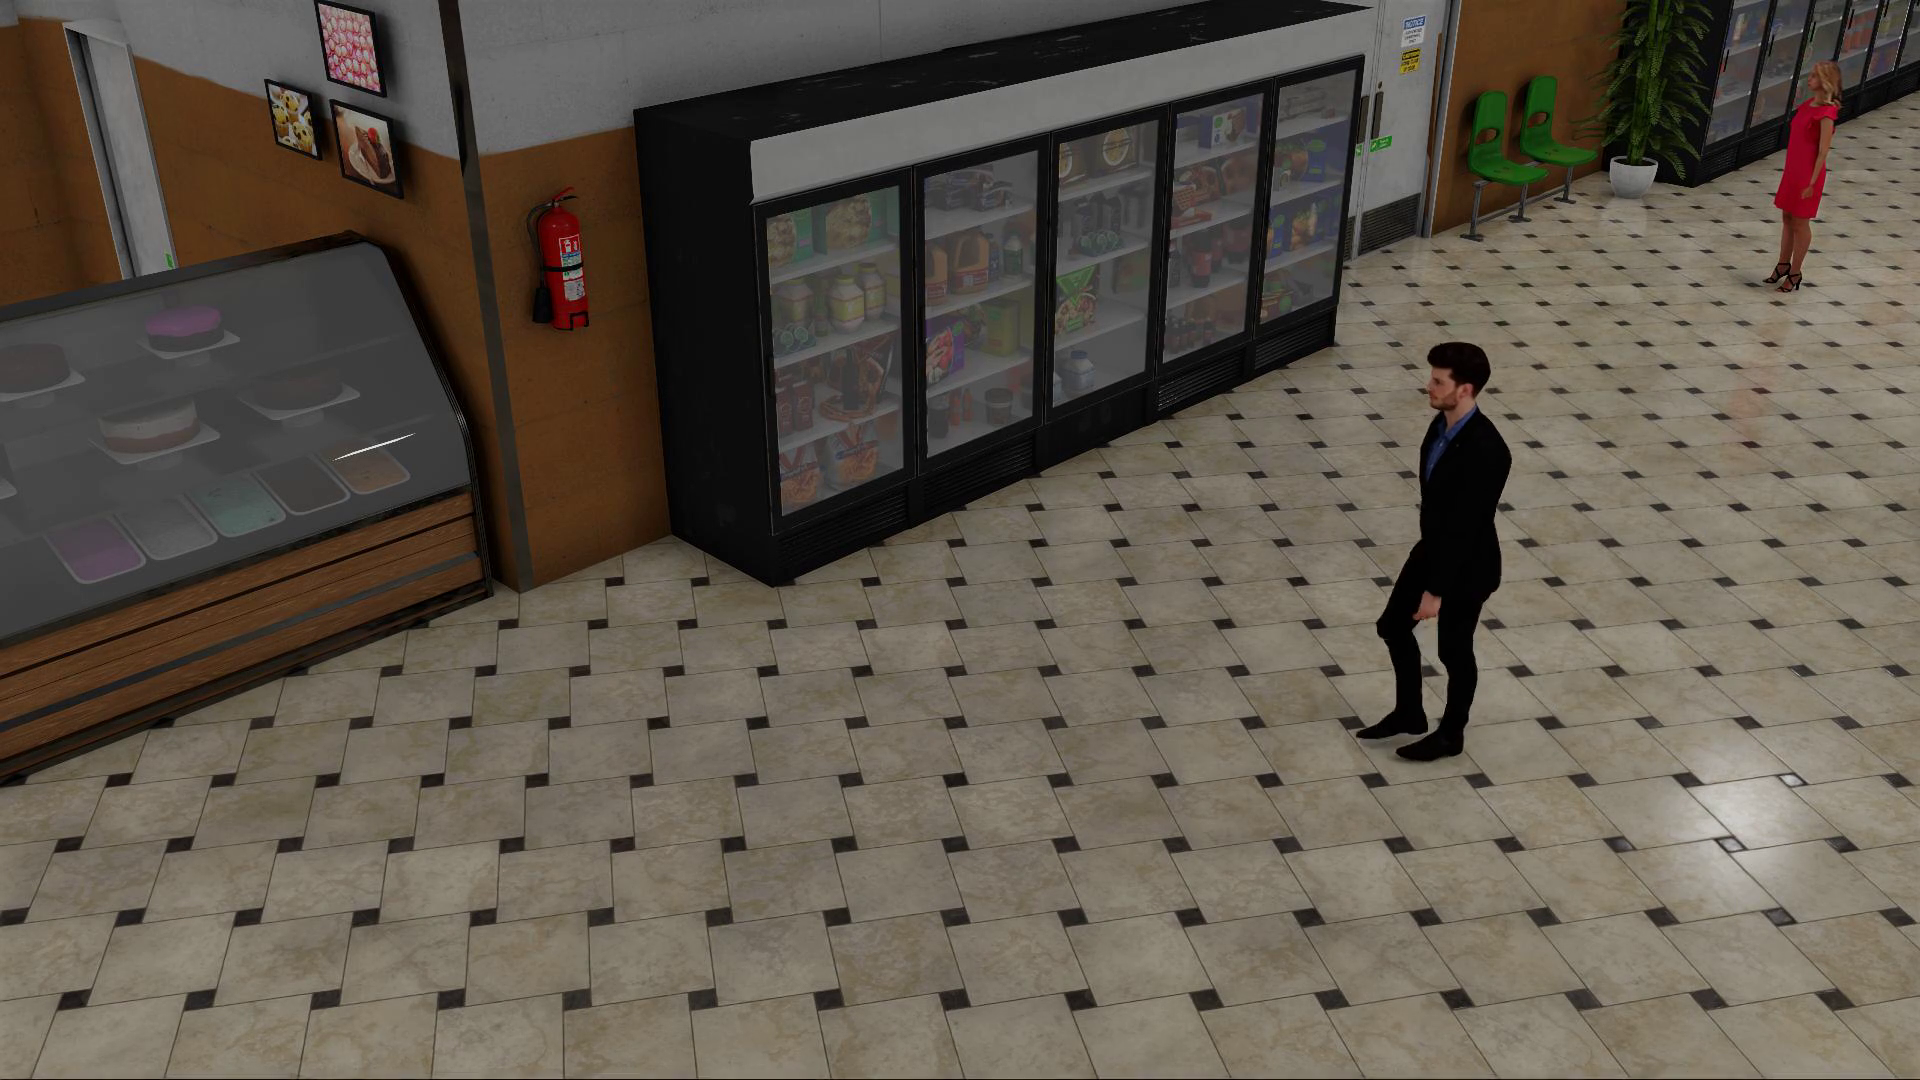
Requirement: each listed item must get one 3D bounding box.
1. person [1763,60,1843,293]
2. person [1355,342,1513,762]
[{"bbox_3d":[6.359,-2.735,12.511,0.720,1.728,0.665,1,27,2],"label":"person"},{"bbox_3d":[2.093,0.085,6.795,0.889,1.869,0.803,-5,27,-11],"label":"person"}]
